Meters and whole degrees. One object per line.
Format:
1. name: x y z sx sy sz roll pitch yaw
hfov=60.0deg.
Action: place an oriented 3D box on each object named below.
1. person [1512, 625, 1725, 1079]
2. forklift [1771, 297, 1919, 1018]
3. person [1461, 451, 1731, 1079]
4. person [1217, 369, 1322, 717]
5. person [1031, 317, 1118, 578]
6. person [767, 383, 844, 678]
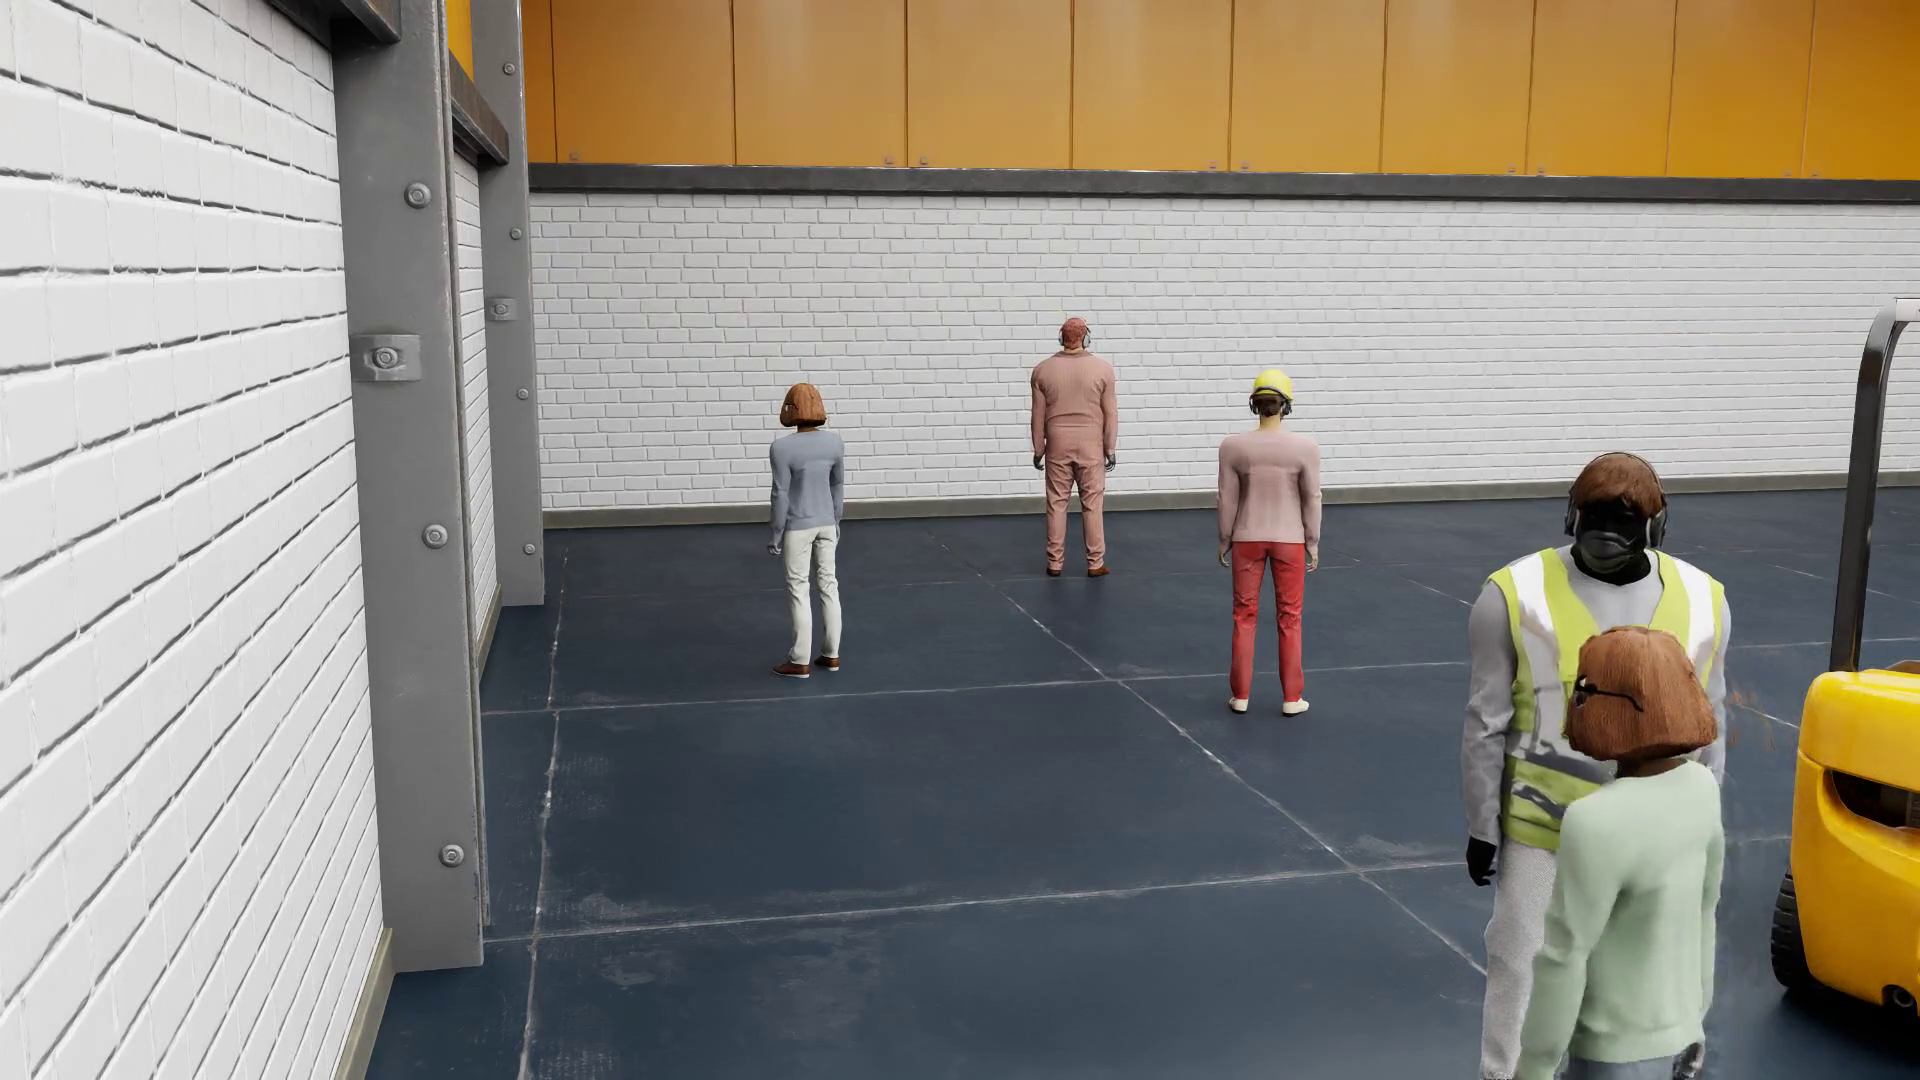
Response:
1. person: 1.311 0.959 3.176 0.509 1.601 0.807 -9 13 -44
2. forklift: 3.542 0.334 5.177 2.313 2.155 1.214 -9 13 -43
3. person: 1.535 0.699 4.030 0.630 1.839 0.429 0 9 2
4. person: 1.561 0.020 8.417 0.523 1.760 0.325 3 10 16
5. person: 0.841 -0.674 12.188 0.639 1.910 0.406 2 9 11
6. person: -0.853 -0.053 9.239 0.500 1.633 0.284 -9 13 -43
